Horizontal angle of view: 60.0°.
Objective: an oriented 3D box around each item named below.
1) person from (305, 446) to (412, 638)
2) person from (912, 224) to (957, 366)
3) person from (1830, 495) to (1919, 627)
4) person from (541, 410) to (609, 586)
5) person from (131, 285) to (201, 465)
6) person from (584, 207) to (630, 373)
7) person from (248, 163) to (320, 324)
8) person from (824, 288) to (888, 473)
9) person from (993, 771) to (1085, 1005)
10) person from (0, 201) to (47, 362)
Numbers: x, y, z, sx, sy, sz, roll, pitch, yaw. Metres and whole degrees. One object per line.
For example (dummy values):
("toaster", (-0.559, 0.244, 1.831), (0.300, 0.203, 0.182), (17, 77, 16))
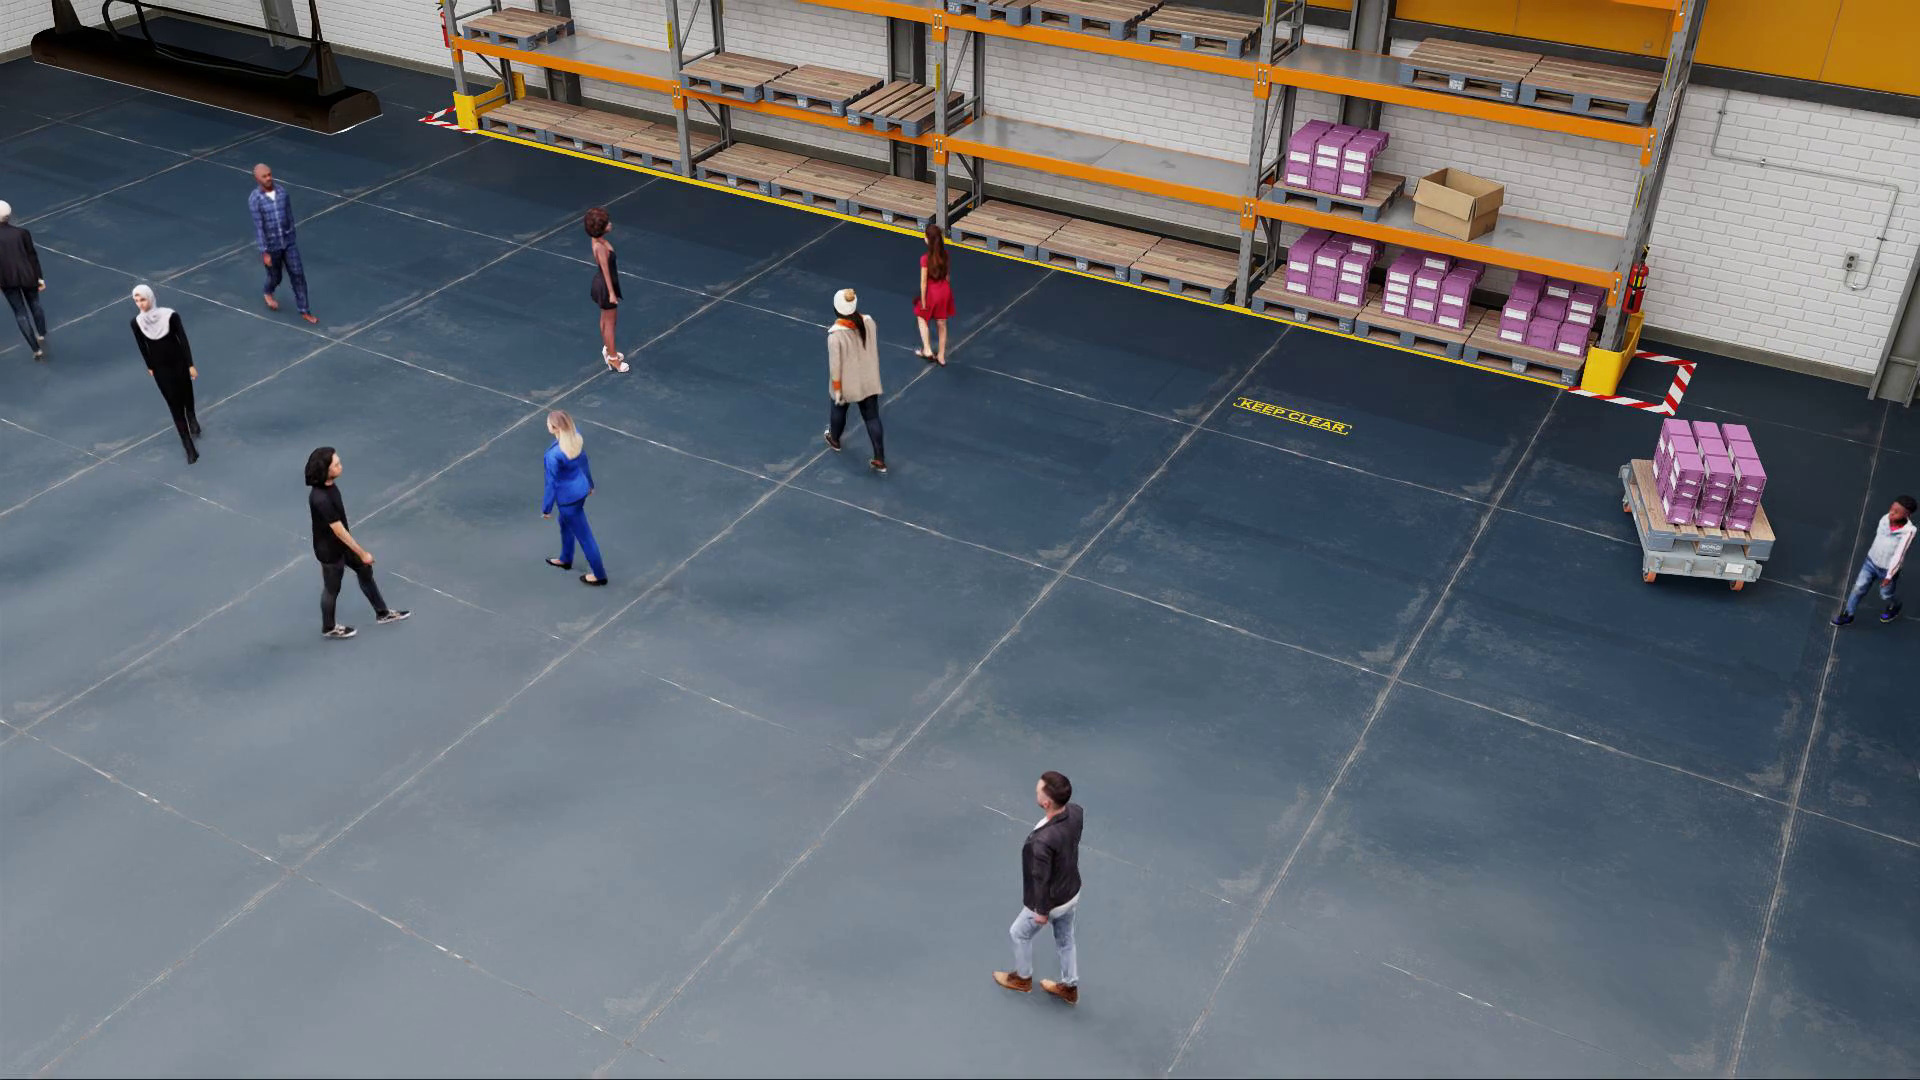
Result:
("person", (-5.133, 0.053, 13.385), (1.053, 1.806, 0.956), (-6, 34, -9))
("person", (-0.218, -2.559, 17.559), (0.683, 1.536, 0.760), (-20, 38, -27))
("person", (7.668, 0.180, 13.698), (0.835, 1.248, 0.860), (-15, 36, -21))
("person", (-3.192, -0.331, 14.078), (0.957, 1.679, 0.794), (9, 35, 13))
("person", (-7.599, -1.673, 16.058), (1.088, 1.721, 1.271), (-14, 36, -20))
("person", (-3.710, -2.626, 17.430), (0.716, 1.789, 0.649), (-10, 35, -15))
("person", (-7.616, -3.301, 18.444), (1.161, 1.792, 0.807), (25, 41, 33))
("person", (-0.941, -1.487, 15.666), (1.102, 1.846, 1.285), (-16, 37, -23))
("person", (0.640, 2.193, 10.152), (0.806, 1.821, 0.723), (22, 39, 29))
("person", (-10.023, -2.700, 17.631), (0.947, 1.765, 1.020), (-21, 39, -28))
